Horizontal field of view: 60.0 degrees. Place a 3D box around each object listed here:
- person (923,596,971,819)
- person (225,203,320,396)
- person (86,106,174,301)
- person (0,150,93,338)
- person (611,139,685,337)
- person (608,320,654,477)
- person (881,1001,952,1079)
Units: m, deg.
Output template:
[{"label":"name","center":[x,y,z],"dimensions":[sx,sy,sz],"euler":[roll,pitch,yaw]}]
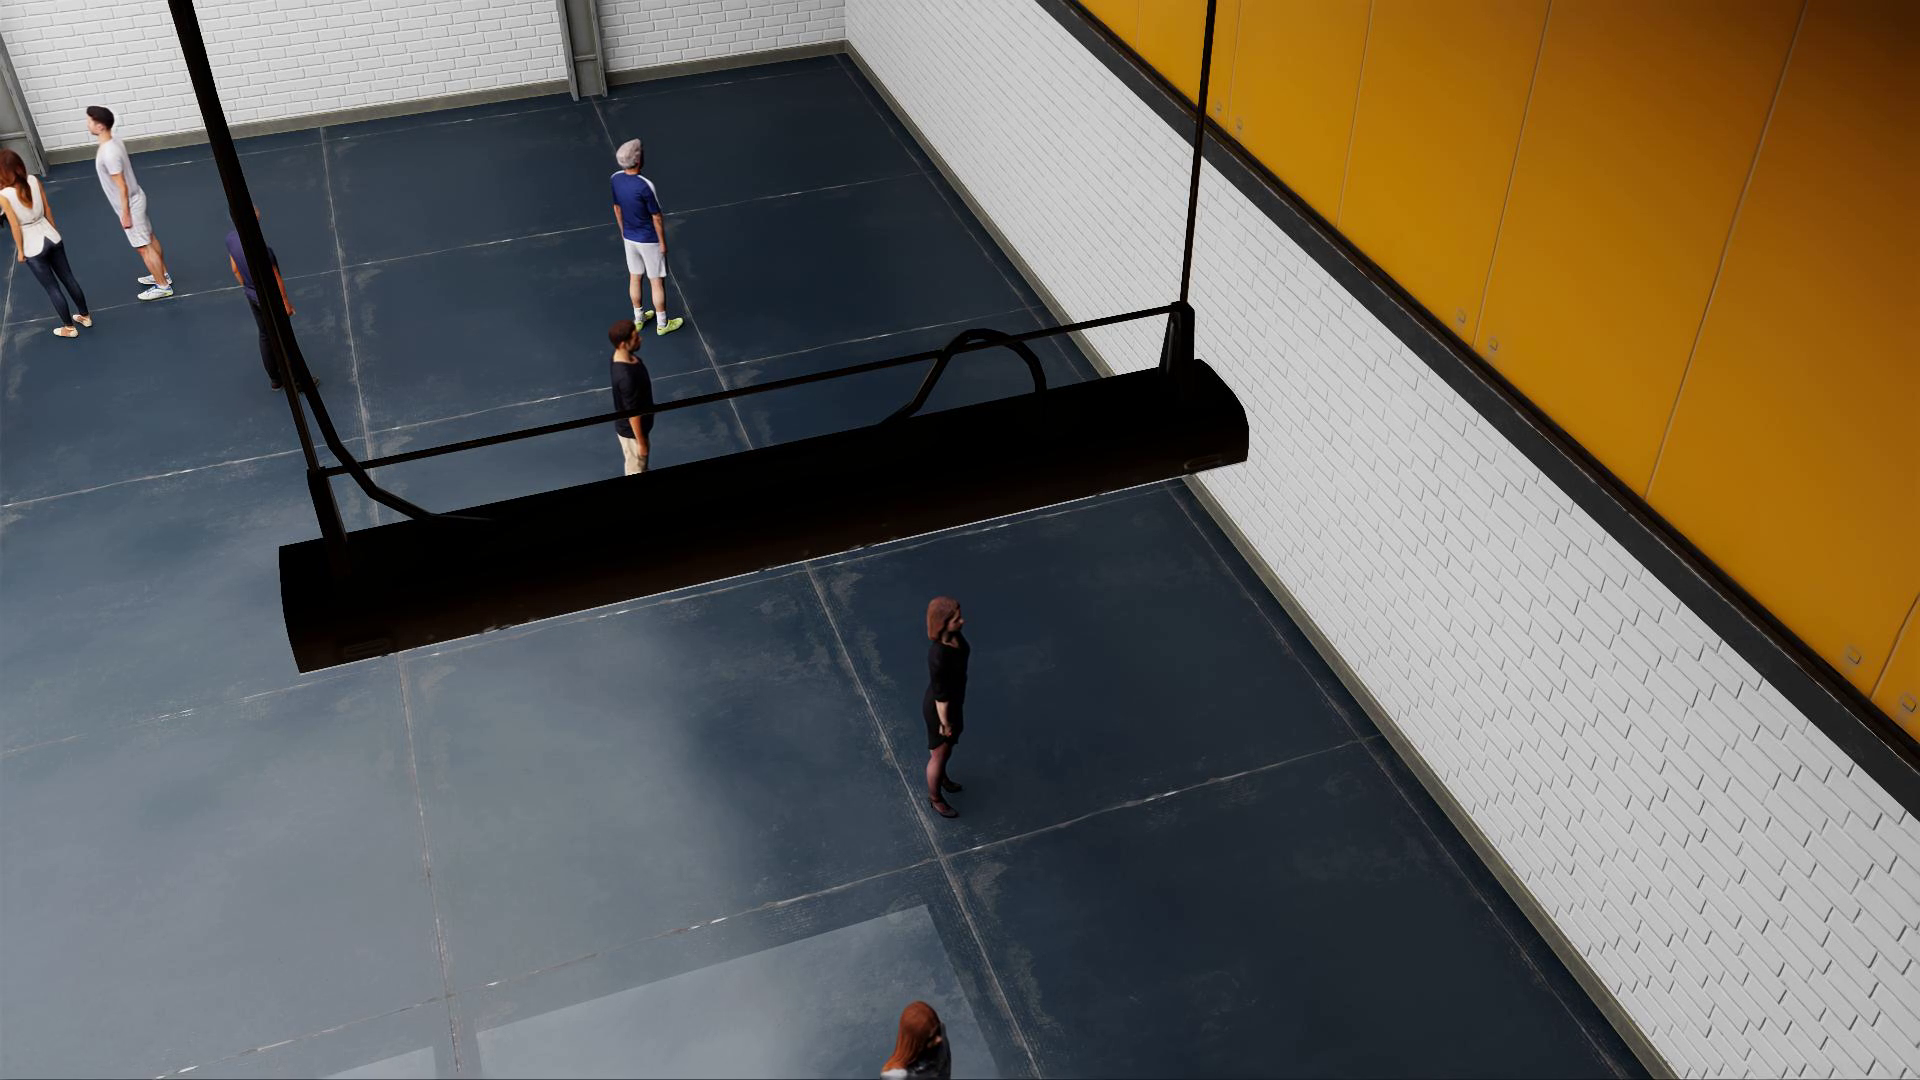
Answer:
[{"label":"person","center":[-0.099,1.011,10.223],"dimensions":[0.647,1.706,0.656],"euler":[5,39,6]},{"label":"person","center":[-5.848,-2.044,13.980],"dimensions":[0.711,1.790,0.755],"euler":[19,42,22]},{"label":"person","center":[-7.619,-3.099,15.250],"dimensions":[0.529,1.854,0.674],"euler":[-13,40,-15]},{"label":"person","center":[-8.112,-2.616,14.701],"dimensions":[0.727,1.784,0.667],"euler":[17,42,20]},{"label":"person","center":[-2.813,-2.684,14.742],"dimensions":[0.718,1.838,0.766],"euler":[18,42,22]},{"label":"person","center":[-2.453,-0.844,12.429],"dimensions":[0.540,1.851,0.640],"euler":[-11,40,-13]},{"label":"person","center":[-0.214,2.773,8.019],"dimensions":[0.742,1.702,0.670],"euler":[18,42,22]}]
